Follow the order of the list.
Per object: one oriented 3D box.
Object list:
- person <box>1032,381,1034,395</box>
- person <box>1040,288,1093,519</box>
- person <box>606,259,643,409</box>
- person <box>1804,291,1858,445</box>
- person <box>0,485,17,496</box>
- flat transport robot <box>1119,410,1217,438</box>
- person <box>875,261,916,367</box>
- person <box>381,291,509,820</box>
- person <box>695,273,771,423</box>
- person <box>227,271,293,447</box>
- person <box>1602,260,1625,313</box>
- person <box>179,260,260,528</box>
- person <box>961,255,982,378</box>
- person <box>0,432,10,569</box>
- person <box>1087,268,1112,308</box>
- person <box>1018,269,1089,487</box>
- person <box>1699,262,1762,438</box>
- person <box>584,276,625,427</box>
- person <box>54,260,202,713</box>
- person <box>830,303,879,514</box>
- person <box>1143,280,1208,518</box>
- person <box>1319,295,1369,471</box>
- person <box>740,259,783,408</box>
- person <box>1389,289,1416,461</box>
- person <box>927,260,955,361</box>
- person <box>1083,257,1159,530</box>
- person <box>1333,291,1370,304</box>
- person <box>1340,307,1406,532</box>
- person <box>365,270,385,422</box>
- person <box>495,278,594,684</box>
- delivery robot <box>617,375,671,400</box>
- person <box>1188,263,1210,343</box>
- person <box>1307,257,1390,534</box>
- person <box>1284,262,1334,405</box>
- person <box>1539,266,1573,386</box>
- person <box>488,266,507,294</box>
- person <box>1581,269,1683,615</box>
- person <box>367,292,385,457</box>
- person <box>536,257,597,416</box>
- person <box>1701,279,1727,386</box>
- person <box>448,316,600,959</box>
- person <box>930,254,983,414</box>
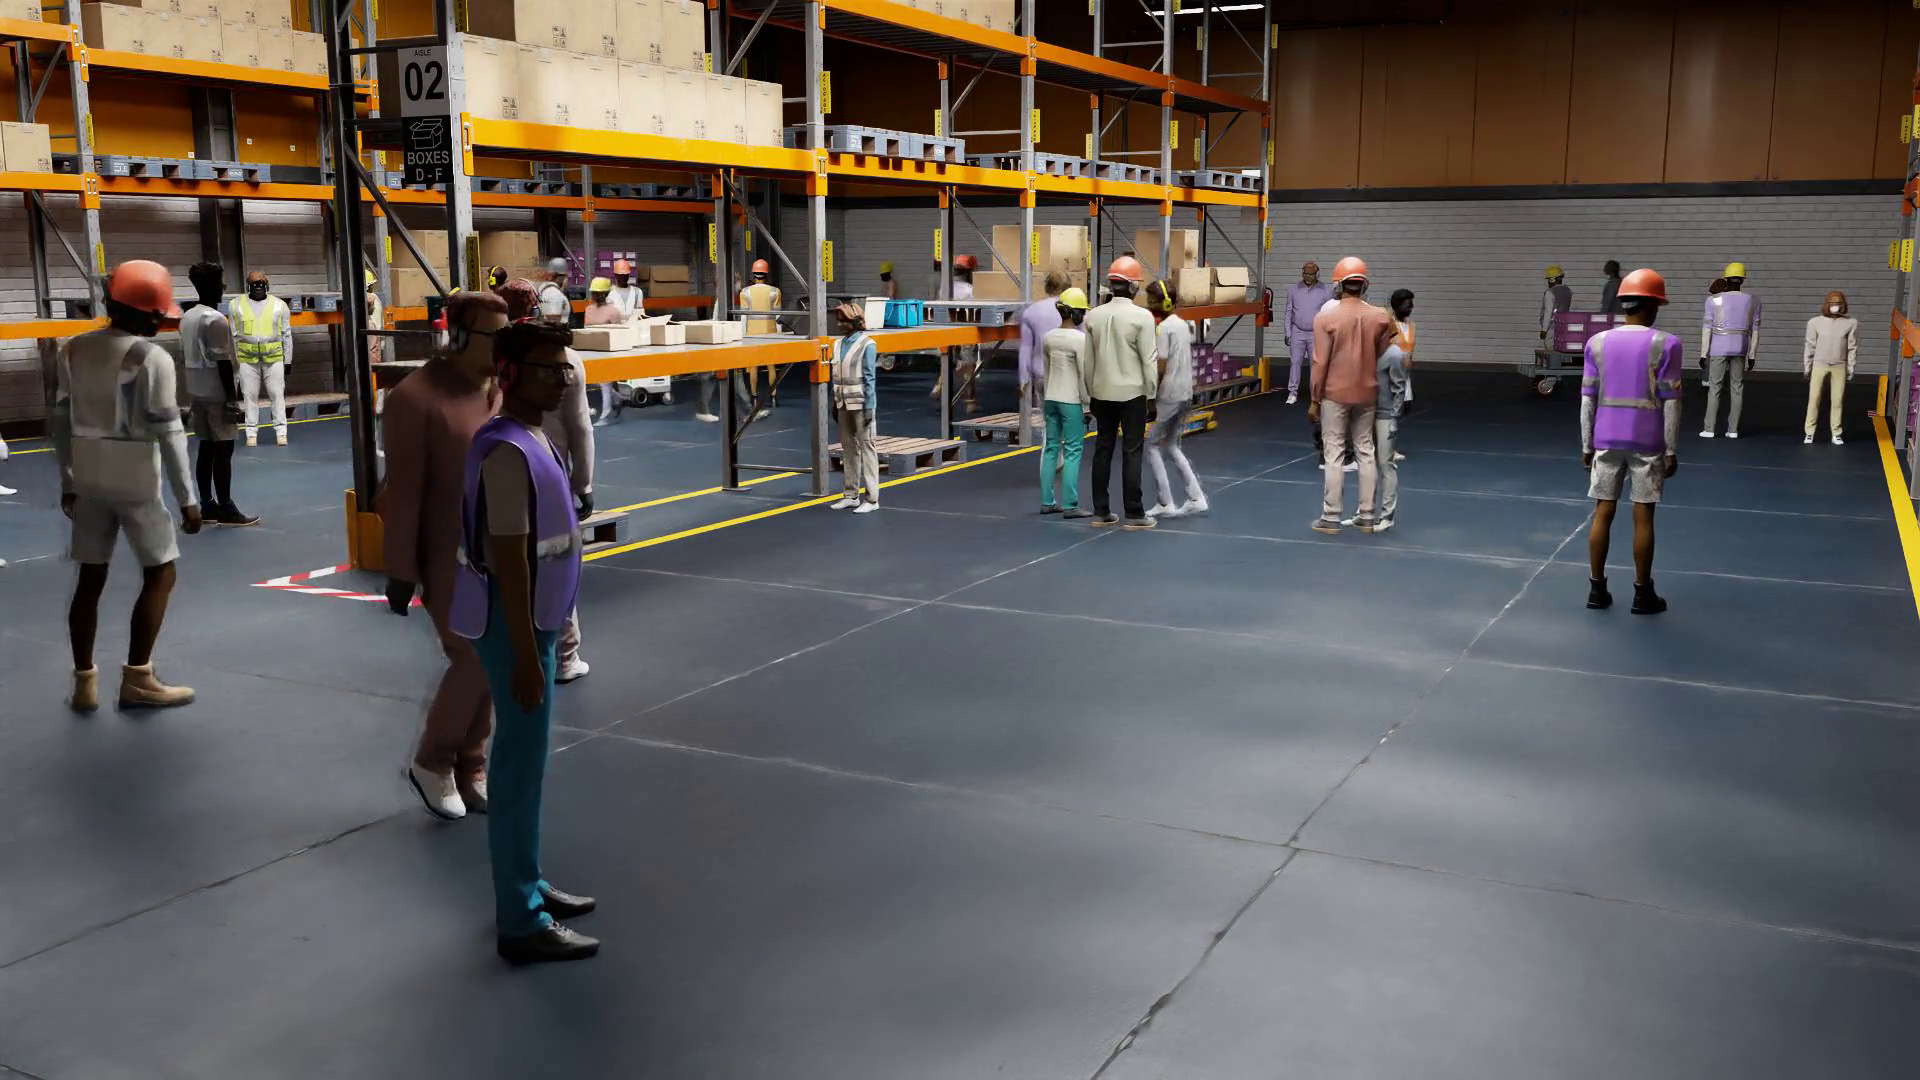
[{"bbox_3d":[1.380,-2.996,23.726,0.997,1.879,0.566,-8,12,-37],"label":"person"},{"bbox_3d":[0.834,-1.046,12.755,0.339,1.760,0.527,-7,12,-36],"label":"person"},{"bbox_3d":[-4.376,-2.679,21.685,0.548,1.936,0.378,-4,11,-24],"label":"person"},{"bbox_3d":[9.195,-1.815,17.593,0.505,1.626,0.283,3,10,17],"label":"person"},{"bbox_3d":[-8.231,-1.300,13.797,0.642,1.905,0.399,3,10,18],"label":"person"},{"bbox_3d":[2.337,-1.309,18.572,0.652,0.197,1.431,5,11,27],"label":"flat transport robot"},{"bbox_3d":[-1.188,-3.981,29.380,0.754,1.888,0.591,-3,10,-16],"label":"person"},{"bbox_3d":[-1.729,0.064,5.945,0.436,1.883,0.661,4,11,24],"label":"person"},{"bbox_3d":[-2.755,-2.270,19.777,0.949,1.784,0.554,1,10,6],"label":"person"},{"bbox_3d":[-7.327,-1.893,17.446,0.624,1.837,0.429,-3,10,-19],"label":"person"},{"bbox_3d":[10.014,-3.315,25.431,0.493,1.915,0.666,6,11,31],"label":"person"},{"bbox_3d":[-5.504,-1.073,12.296,0.613,1.965,0.361,8,13,41],"label":"person"},{"bbox_3d":[0.169,-3.612,26.935,0.463,1.983,0.632,-9,13,-42],"label":"person"},{"bbox_3d":[-6.288,-0.634,10.580,0.545,1.684,0.372,10,14,44],"label":"person"},{"bbox_3d":[1.792,-2.851,22.993,0.641,1.839,0.430,1,10,8],"label":"person"},{"bbox_3d":[0.842,-1.426,14.616,0.619,1.879,1.047,4,11,22],"label":"person"},{"bbox_3d":[8.390,-2.058,18.155,0.589,1.922,0.390,1,10,6],"label":"person"},{"bbox_3d":[-4.142,-2.213,19.505,0.531,1.748,0.582,6,12,32],"label":"person"},{"bbox_3d":[-3.719,-0.224,7.341,0.692,1.994,0.474,3,10,19],"label":"person"},{"bbox_3d":[-0.826,-1.026,13.000,0.312,1.634,0.513,-9,13,-42],"label":"person"},{"bbox_3d":[1.608,-1.053,12.595,0.473,1.827,0.516,5,11,29],"label":"person"},{"bbox_3d":[3.566,-1.588,15.469,0.392,1.911,0.582,-5,11,-28],"label":"person"},{"bbox_3d":[-2.586,-2.683,21.703,0.551,1.937,0.357,-1,10,-7],"label":"person"},{"bbox_3d":[4.221,-1.629,16.350,0.541,1.680,0.476,-7,12,-37],"label":"person"},{"bbox_3d":[-0.382,-4.313,31.139,0.628,1.940,0.373,-9,13,-43],"label":"person"},{"bbox_3d":[1.192,-1.066,12.183,0.619,1.992,0.388,8,13,39],"label":"person"},{"bbox_3d":[5.202,-2.741,22.349,0.605,1.828,0.404,1,10,4],"label":"person"},{"bbox_3d":[3.038,-0.878,12.132,0.285,1.633,0.501,-4,11,-24],"label":"person"},{"bbox_3d":[-7.104,-2.323,19.927,0.404,1.832,0.594,-6,11,-31],"label":"person"},{"bbox_3d":[-2.036,-0.264,7.789,0.654,1.906,0.406,-1,10,-6],"label":"person"},{"bbox_3d":[-4.180,-2.092,22.011,0.477,0.478,0.707,9,13,41],"label":"delivery robot"},{"bbox_3d":[3.795,-3.469,26.430,0.350,1.879,0.578,7,12,37],"label":"person"},{"bbox_3d":[2.796,-1.037,12.012,0.622,1.992,0.396,-3,10,-15],"label":"person"},{"bbox_3d":[4.644,-2.750,22.204,0.639,1.902,0.407,3,10,15],"label":"person"},{"bbox_3d":[8.994,-3.234,25.214,0.588,1.828,0.403,-8,13,-39],"label":"person"},{"bbox_3d":[-5.340,-2.238,19.319,0.328,1.873,0.520,3,10,17],"label":"person"},{"bbox_3d":[3.779,-0.549,9.373,0.542,1.931,0.375,8,13,40],"label":"person"},{"bbox_3d":[-5.903,-1.636,16.514,0.311,1.636,0.523,-9,14,-43],"label":"person"},{"bbox_3d":[-5.021,-2.507,20.391,1.035,2.000,0.679,-8,12,-37],"label":"person"},{"bbox_3d":[11.477,-3.146,25.290,0.274,1.632,0.503,4,11,21],"label":"person"},{"bbox_3d":[-1.275,0.278,4.838,0.394,1.841,0.564,-2,10,-11],"label":"person"},{"bbox_3d":[-0.041,-2.557,20.777,0.616,2.018,0.868,7,12,34],"label":"person"}]
